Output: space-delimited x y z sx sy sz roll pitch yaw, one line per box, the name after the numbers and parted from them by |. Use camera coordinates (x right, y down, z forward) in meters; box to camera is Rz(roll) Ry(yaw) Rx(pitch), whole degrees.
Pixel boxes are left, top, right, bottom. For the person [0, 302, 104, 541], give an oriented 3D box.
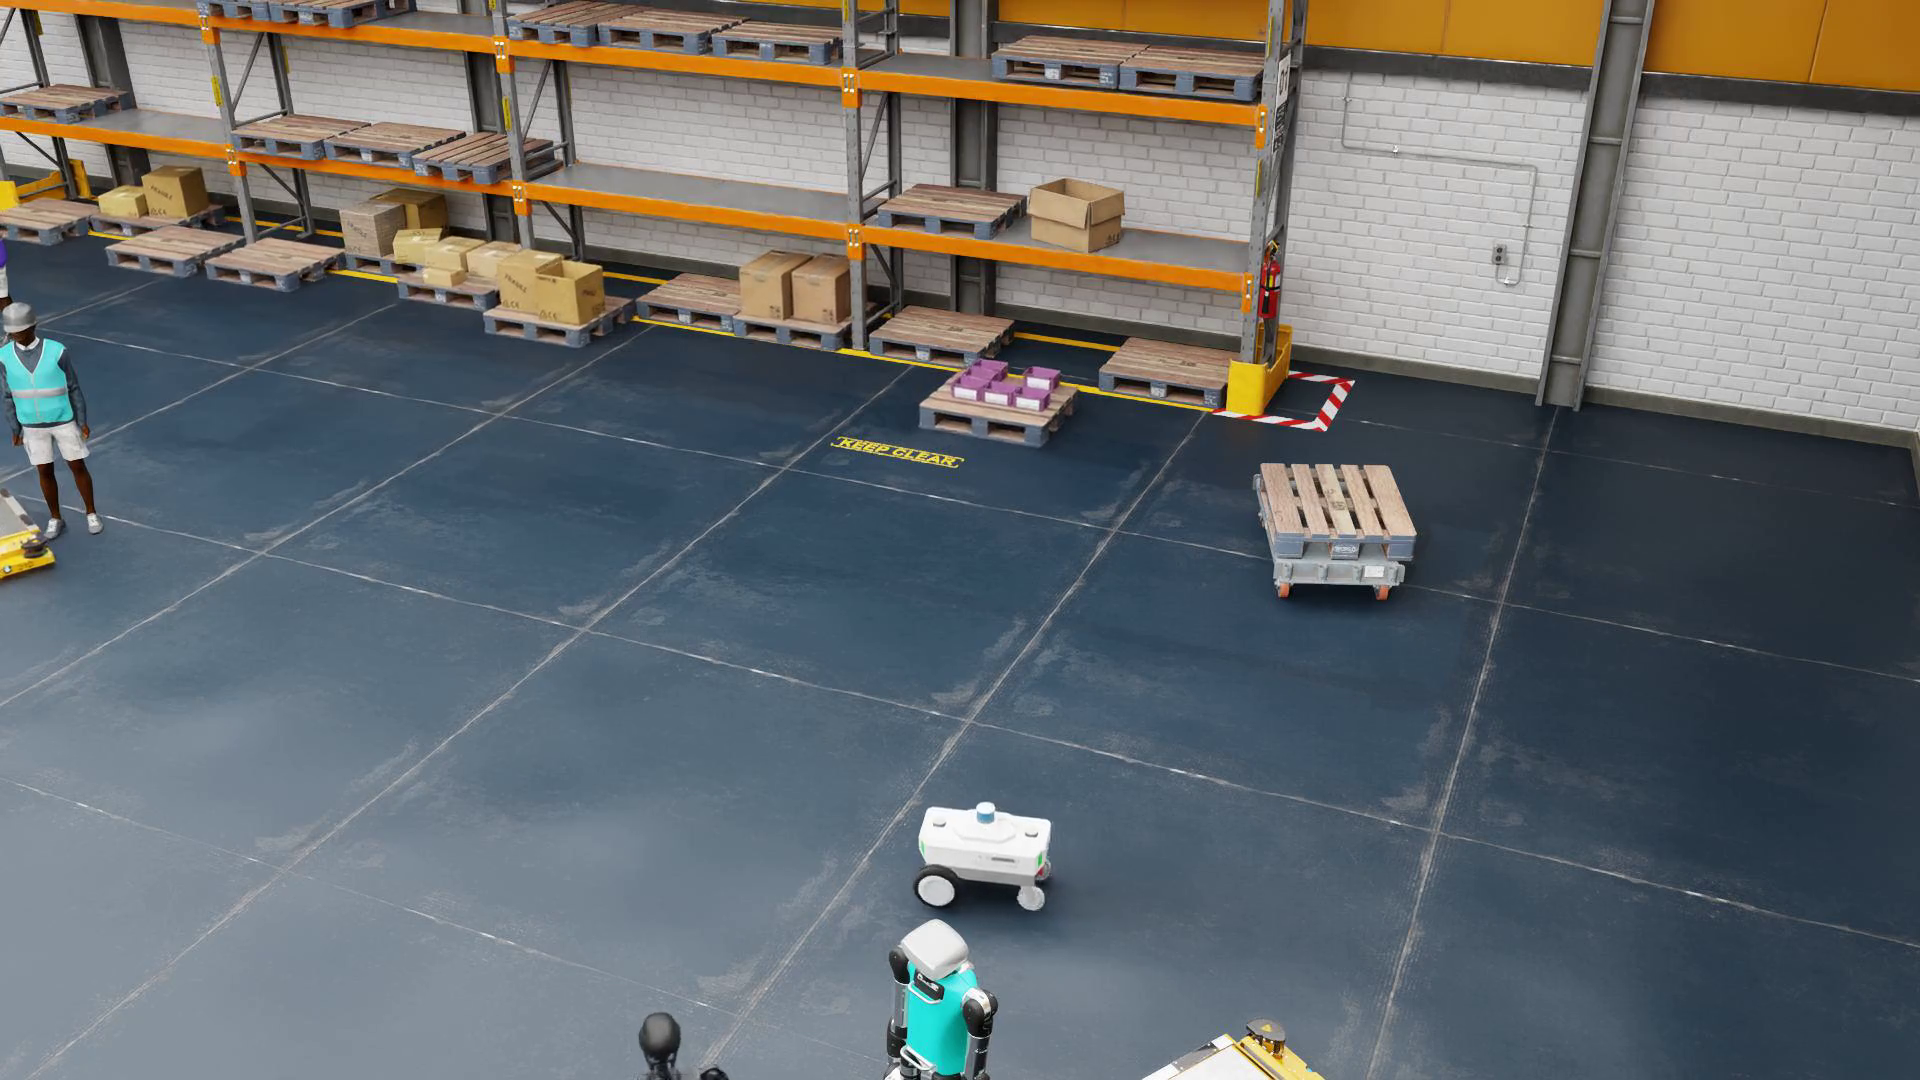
-7.086 -0.936 12.926 0.564 1.936 0.430 -9 29 -17 | person

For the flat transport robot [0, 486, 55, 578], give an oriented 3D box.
-7.658 -0.048 13.025 0.659 0.231 1.431 -22 34 -35 | flat transport robot

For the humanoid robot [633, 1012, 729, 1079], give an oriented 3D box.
-1.105 2.573 6.430 0.612 1.637 0.652 -12 30 -21 | humanoid robot

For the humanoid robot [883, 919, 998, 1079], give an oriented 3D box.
-0.242 2.344 6.640 0.735 1.677 0.533 -24 36 -38 | humanoid robot

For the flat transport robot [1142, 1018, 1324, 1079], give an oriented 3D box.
1.102 2.725 7.647 1.431 0.231 0.659 -17 32 -30 | flat transport robot

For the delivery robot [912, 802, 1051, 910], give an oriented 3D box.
0.117 1.735 9.267 0.794 0.606 0.499 5 28 9 | delivery robot

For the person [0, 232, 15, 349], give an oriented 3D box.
-9.600 -2.751 16.416 0.367 1.966 0.602 -14 30 -25 | person
